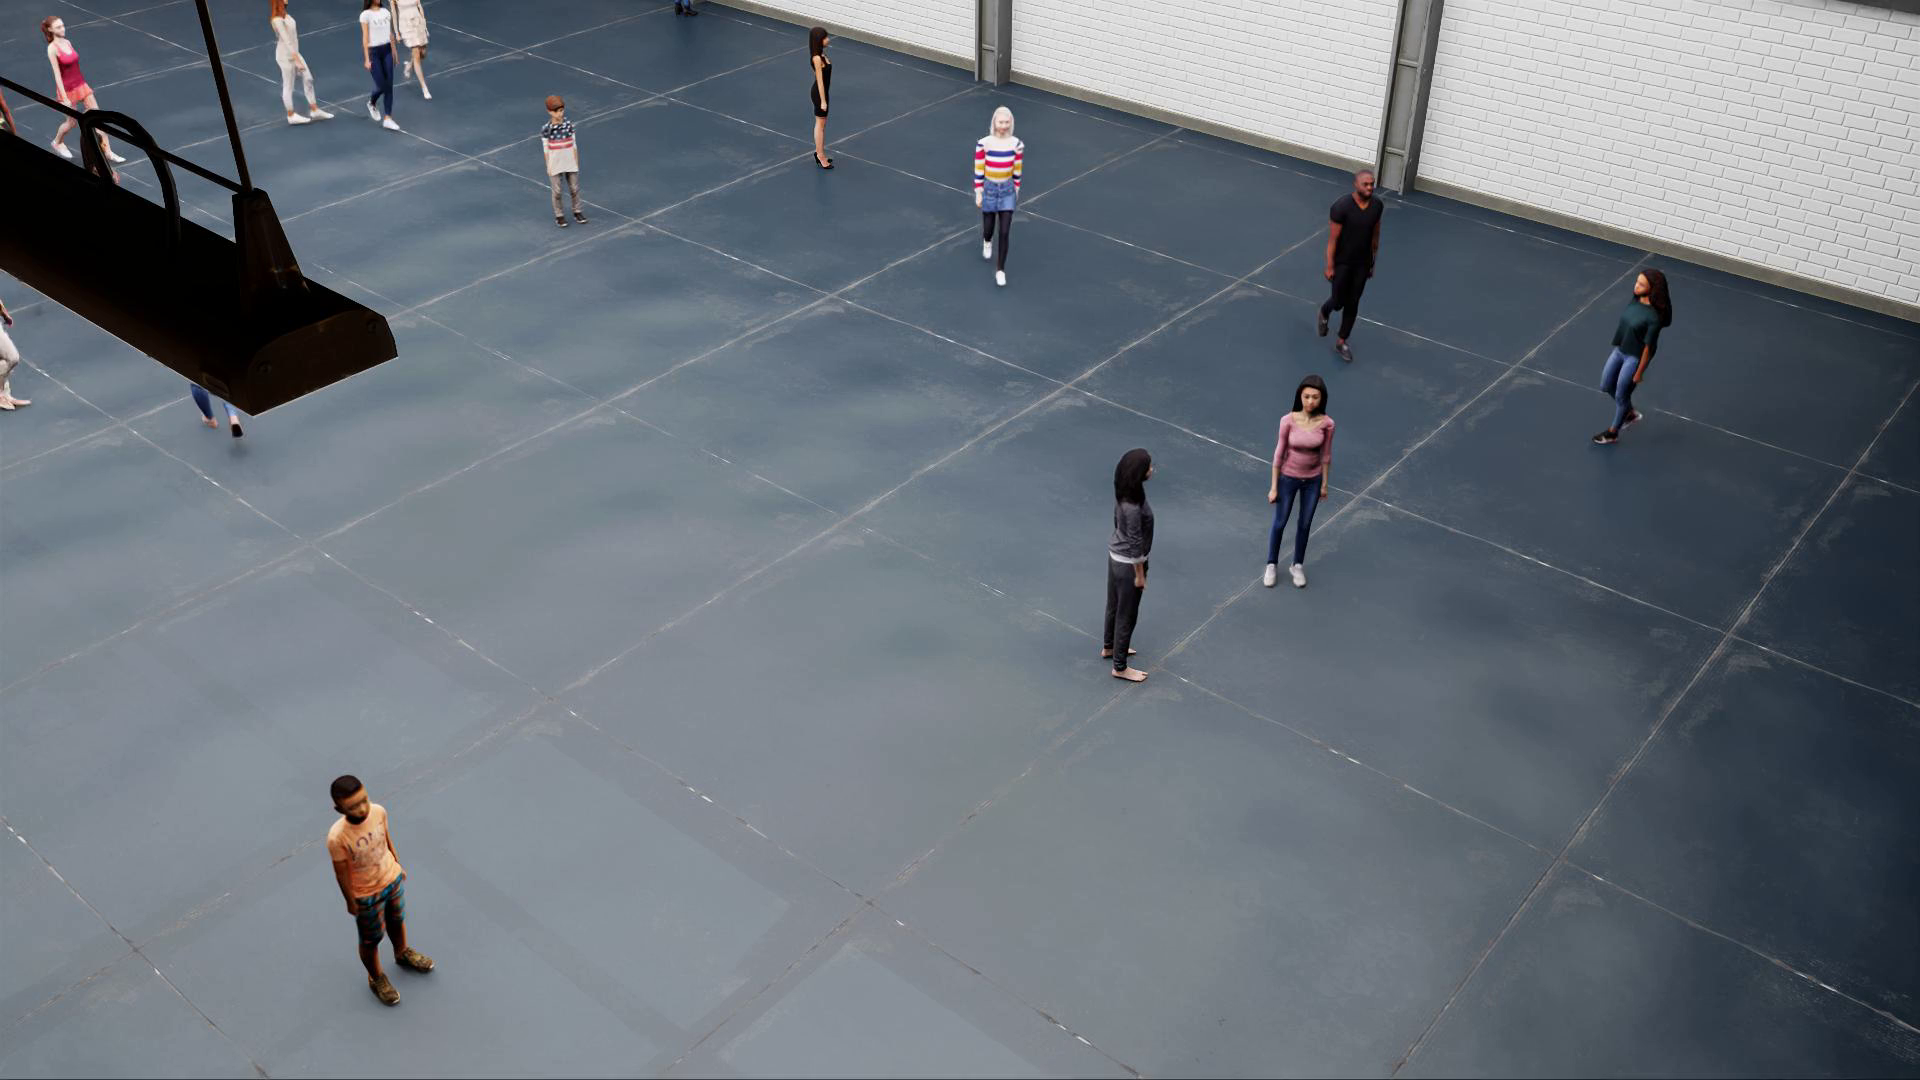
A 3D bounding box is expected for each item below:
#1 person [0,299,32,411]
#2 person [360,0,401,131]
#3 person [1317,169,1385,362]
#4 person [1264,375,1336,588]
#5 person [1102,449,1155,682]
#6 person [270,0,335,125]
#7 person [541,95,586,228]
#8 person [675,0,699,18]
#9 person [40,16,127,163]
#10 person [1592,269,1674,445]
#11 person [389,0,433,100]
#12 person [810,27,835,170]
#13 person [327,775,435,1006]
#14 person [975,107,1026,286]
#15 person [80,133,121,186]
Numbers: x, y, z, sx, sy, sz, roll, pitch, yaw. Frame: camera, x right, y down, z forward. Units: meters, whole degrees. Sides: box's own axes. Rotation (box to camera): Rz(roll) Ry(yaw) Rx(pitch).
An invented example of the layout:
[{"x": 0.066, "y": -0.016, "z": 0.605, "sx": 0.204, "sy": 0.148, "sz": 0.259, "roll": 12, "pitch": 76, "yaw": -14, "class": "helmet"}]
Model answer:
[{"x": -8.584, "y": -1.916, "z": 14.506, "sx": 0.793, "sy": 1.712, "sz": 0.724, "roll": -4, "pitch": 34, "yaw": -7, "class": "person"}, {"x": -7.232, "y": -5.970, "z": 20.564, "sx": 0.755, "sy": 1.758, "sz": 0.660, "roll": 23, "pitch": 40, "yaw": 30, "class": "person"}, {"x": 3.585, "y": -2.596, "z": 15.441, "sx": 0.918, "sy": 1.811, "sz": 1.000, "roll": -8, "pitch": 34, "yaw": -11, "class": "person"}, {"x": 2.507, "y": -0.436, "z": 12.252, "sx": 0.607, "sy": 1.742, "sz": 0.703, "roll": 2, "pitch": 34, "yaw": 3, "class": "person"}, {"x": 1.137, "y": 0.152, "z": 11.348, "sx": 0.728, "sy": 1.765, "sz": 0.647, "roll": -6, "pitch": 34, "yaw": -9, "class": "person"}, {"x": -8.408, "y": -5.979, "z": 20.636, "sx": 0.903, "sy": 1.694, "sz": 0.840, "roll": -2, "pitch": 34, "yaw": -3, "class": "person"}, {"x": -4.339, "y": -4.126, "z": 18.078, "sx": 0.571, "sy": 1.439, "sz": 0.581, "roll": -15, "pitch": 36, "yaw": -21, "class": "person"}, {"x": -4.152, "y": -8.620, "z": 24.664, "sx": 0.676, "sy": 1.633, "sz": 0.470, "roll": -29, "pitch": 43, "yaw": -36, "class": "person"}, {"x": -10.477, "y": -5.261, "z": 19.534, "sx": 1.210, "sy": 1.717, "sz": 0.917, "roll": 8, "pitch": 34, "yaw": 12, "class": "person"}, {"x": 5.741, "y": -1.545, "z": 14.039, "sx": 0.825, "sy": 1.612, "sz": 0.766, "roll": -5, "pitch": 34, "yaw": -8, "class": "person"}, {"x": -7.141, "y": -6.619, "z": 21.577, "sx": 0.662, "sy": 1.717, "sz": 0.943, "roll": -25, "pitch": 41, "yaw": -32, "class": "person"}, {"x": -1.636, "y": -5.190, "z": 19.489, "sx": 0.679, "sy": 1.649, "sz": 0.626, "roll": -2, "pitch": 34, "yaw": -3, "class": "person"}, {"x": -3.199, "y": 1.864, "z": 9.047, "sx": 0.529, "sy": 1.461, "sz": 0.556, "roll": 18, "pitch": 38, "yaw": 25, "class": "person"}, {"x": 0.373, "y": -3.521, "z": 16.851, "sx": 1.024, "sy": 1.790, "sz": 1.081, "roll": -4, "pitch": 34, "yaw": -5, "class": "person"}, {"x": -8.493, "y": -3.280, "z": 16.620, "sx": 0.736, "sy": 1.644, "sz": 0.505, "roll": -27, "pitch": 42, "yaw": -34, "class": "person"}]
